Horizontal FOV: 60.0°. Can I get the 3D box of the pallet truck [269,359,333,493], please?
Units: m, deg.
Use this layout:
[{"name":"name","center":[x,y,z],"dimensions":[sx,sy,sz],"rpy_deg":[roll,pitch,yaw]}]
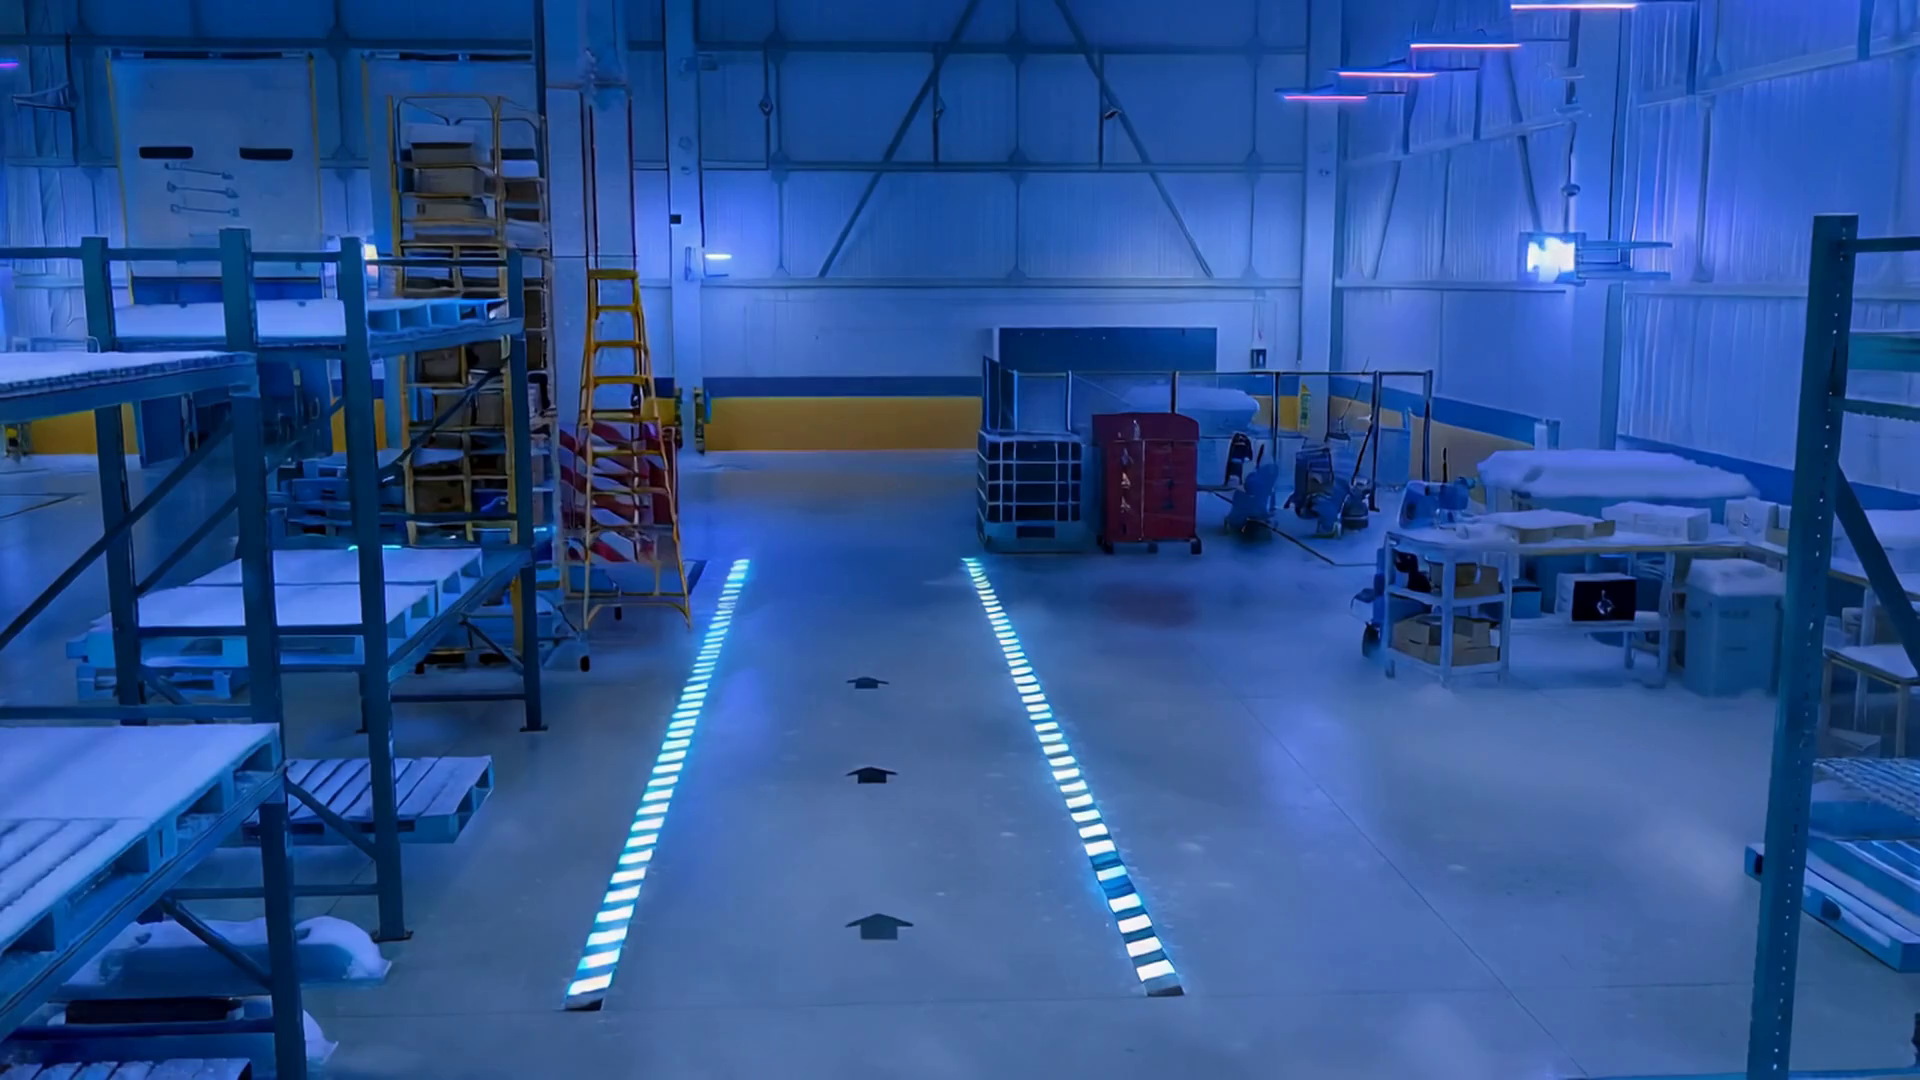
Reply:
[{"name":"pallet truck","center":[-7.062,-1.131,18.996],"dimensions":[1.885,1.965,0.823],"rpy_deg":[2,9,13]}]
